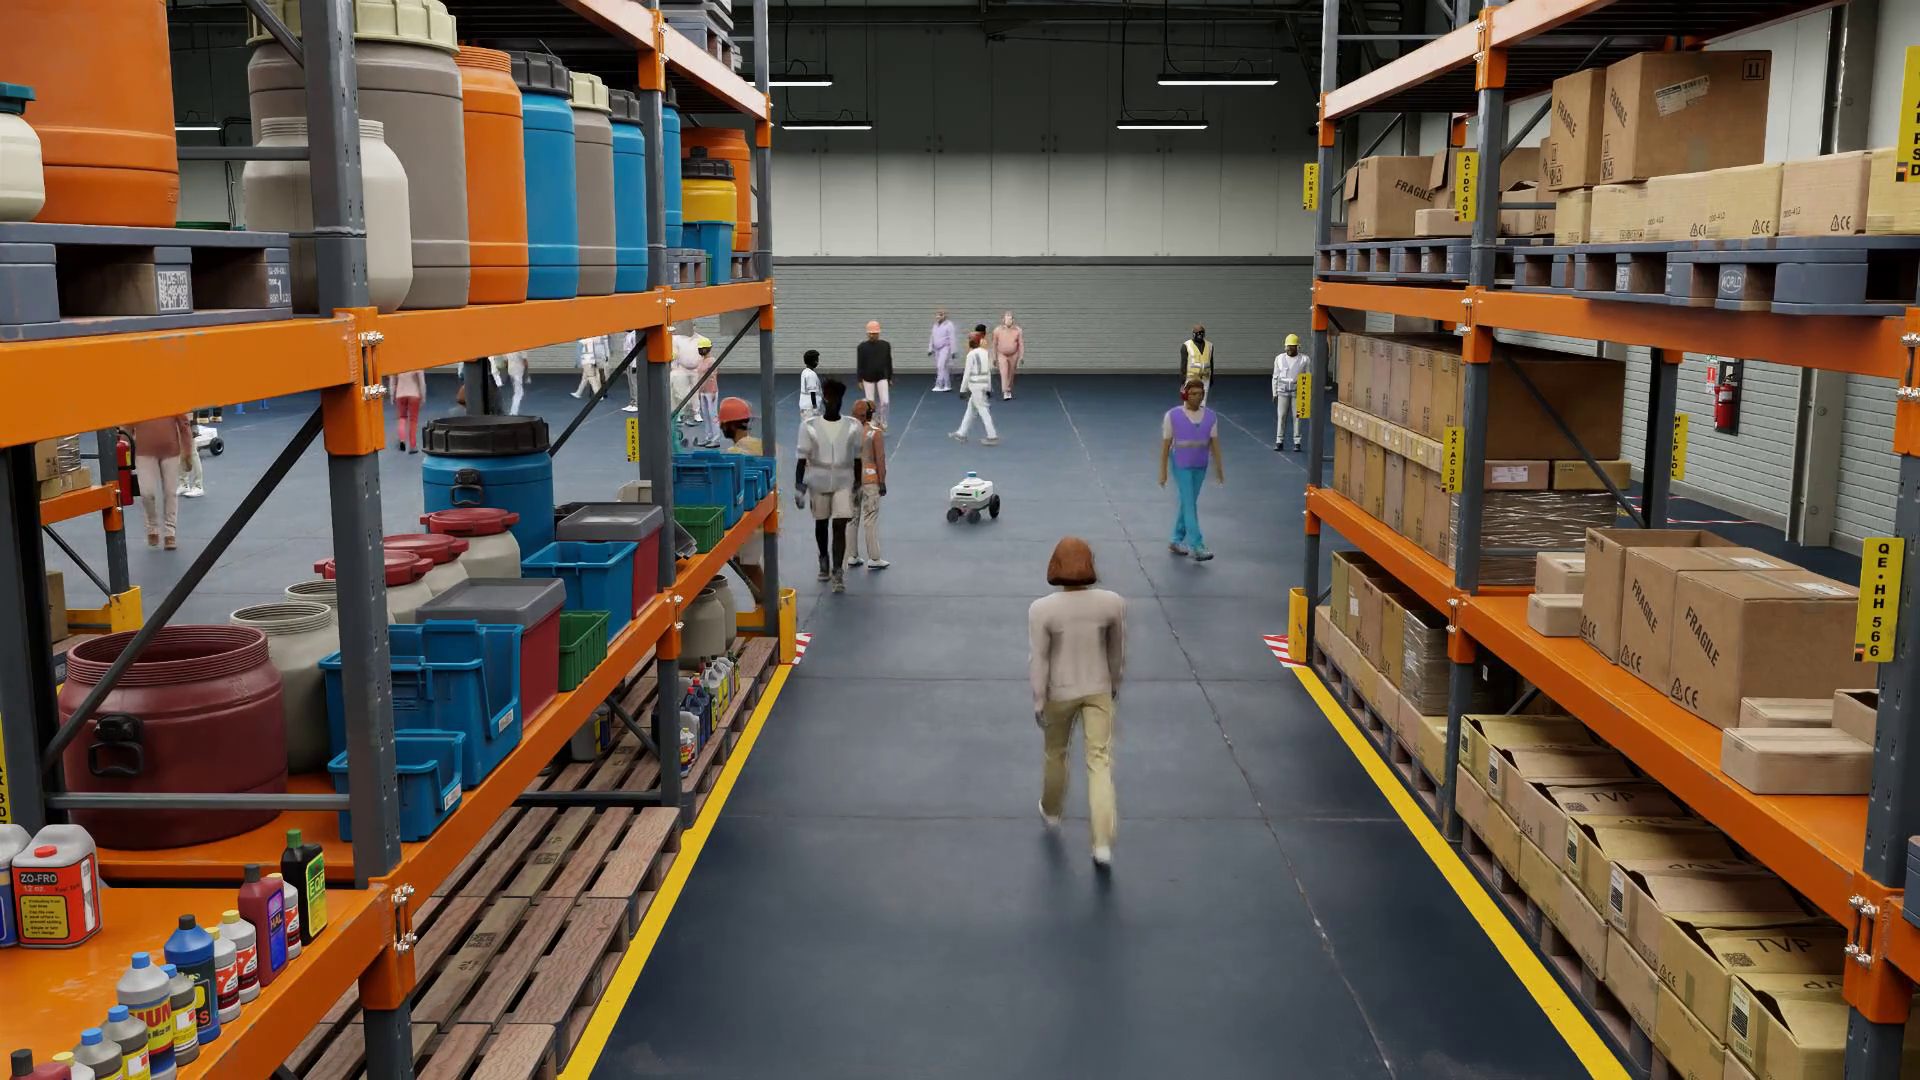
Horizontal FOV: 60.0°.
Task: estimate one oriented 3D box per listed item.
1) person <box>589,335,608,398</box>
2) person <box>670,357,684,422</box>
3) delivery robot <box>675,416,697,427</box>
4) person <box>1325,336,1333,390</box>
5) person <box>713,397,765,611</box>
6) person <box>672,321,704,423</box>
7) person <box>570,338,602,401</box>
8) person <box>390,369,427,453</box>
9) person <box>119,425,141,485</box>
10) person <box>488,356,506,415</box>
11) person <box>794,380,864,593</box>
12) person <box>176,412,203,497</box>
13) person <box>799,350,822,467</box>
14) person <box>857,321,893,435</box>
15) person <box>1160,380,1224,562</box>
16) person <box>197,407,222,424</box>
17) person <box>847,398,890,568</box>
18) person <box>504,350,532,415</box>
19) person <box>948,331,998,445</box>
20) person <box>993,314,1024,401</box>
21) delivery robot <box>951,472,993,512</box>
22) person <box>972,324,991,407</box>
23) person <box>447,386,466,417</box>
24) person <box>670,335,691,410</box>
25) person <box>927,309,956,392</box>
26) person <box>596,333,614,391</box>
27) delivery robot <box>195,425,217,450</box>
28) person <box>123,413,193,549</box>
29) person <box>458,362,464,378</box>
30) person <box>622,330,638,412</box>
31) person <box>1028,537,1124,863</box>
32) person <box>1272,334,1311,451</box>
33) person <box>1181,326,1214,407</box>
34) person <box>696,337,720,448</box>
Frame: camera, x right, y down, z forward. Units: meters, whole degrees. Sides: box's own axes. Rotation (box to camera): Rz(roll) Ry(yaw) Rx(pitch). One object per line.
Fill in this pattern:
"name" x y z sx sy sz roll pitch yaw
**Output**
"person" -7.972 -4.083 36.411 0.546 1.938 0.360 -2 10 -10
"person" -4.199 -1.809 23.408 0.848 1.730 0.544 -9 13 -44
"delivery robot" -4.584 -1.968 26.946 0.698 0.223 0.335 7 12 35
"person" 8.445 -4.414 38.666 0.350 1.846 0.506 -6 11 -31
"person" -1.662 -0.152 12.935 0.488 1.913 0.560 2 10 10
"person" -5.006 -3.137 30.848 0.643 1.905 0.400 -3 10 -18
"person" -8.005 -3.753 35.447 0.888 1.583 0.526 4 10 21
"person" -8.543 -2.221 25.783 0.553 1.751 0.361 0 9 1
"person" -11.042 -1.565 21.935 0.506 1.741 0.360 0 9 -2
"person" -7.629 -2.485 27.129 0.712 1.860 0.598 -4 10 -22
"person" -1.195 -0.520 15.197 0.636 1.903 1.061 -1 10 -7
"person" -9.857 -1.482 21.074 0.514 1.865 0.332 4 10 23
"person" -2.167 -1.920 24.180 0.319 1.694 0.532 -3 10 -18
"person" -1.434 -2.725 28.198 0.625 1.959 0.597 -2 10 -14
"person" 2.327 -0.703 16.587 0.586 1.790 0.964 -4 10 -22
"person" -13.986 -3.164 30.727 0.538 2.000 0.682 4 10 21
"person" -0.930 -0.551 16.138 0.512 1.642 0.312 7 12 35
"person" -7.979 -2.968 30.025 0.551 1.836 0.472 8 13 41
"person" 0.234 -2.481 27.143 0.978 1.828 0.600 5 11 29
"person" 1.050 -3.943 35.818 0.666 1.853 0.991 -1 10 -6
"delivery robot" 0.139 -0.541 19.176 0.477 0.478 0.707 3 10 15
"person" 0.418 -3.580 34.119 0.316 1.694 0.553 -5 11 -27
"person" -5.466 -0.955 18.702 0.520 1.581 0.858 4 10 23
"person" -5.783 -3.554 33.390 1.010 1.890 0.639 6 11 33
"person" -0.489 -4.306 37.934 0.865 1.874 0.642 -8 12 -38
"person" -8.307 -4.378 38.269 0.653 1.912 0.792 0 9 0
"delivery robot" -11.710 -1.585 25.426 0.477 0.478 0.707 2 10 14
"person" -8.222 -0.882 17.094 0.644 1.980 0.517 -6 11 -31
"person" -9.704 -3.353 33.082 0.512 1.579 0.880 0 9 -2
"person" -6.524 -3.514 33.023 0.359 1.929 0.593 -5 11 -26
"person" 0.586 0.777 8.357 0.512 1.588 0.879 -1 10 -9
"person" 5.204 -2.317 26.146 0.600 1.830 0.403 3 10 19
"person" 4.206 -2.867 29.416 0.633 1.842 0.429 -3 10 -16
"person" -4.061 -2.367 26.674 0.336 1.757 0.518 -8 12 -38
